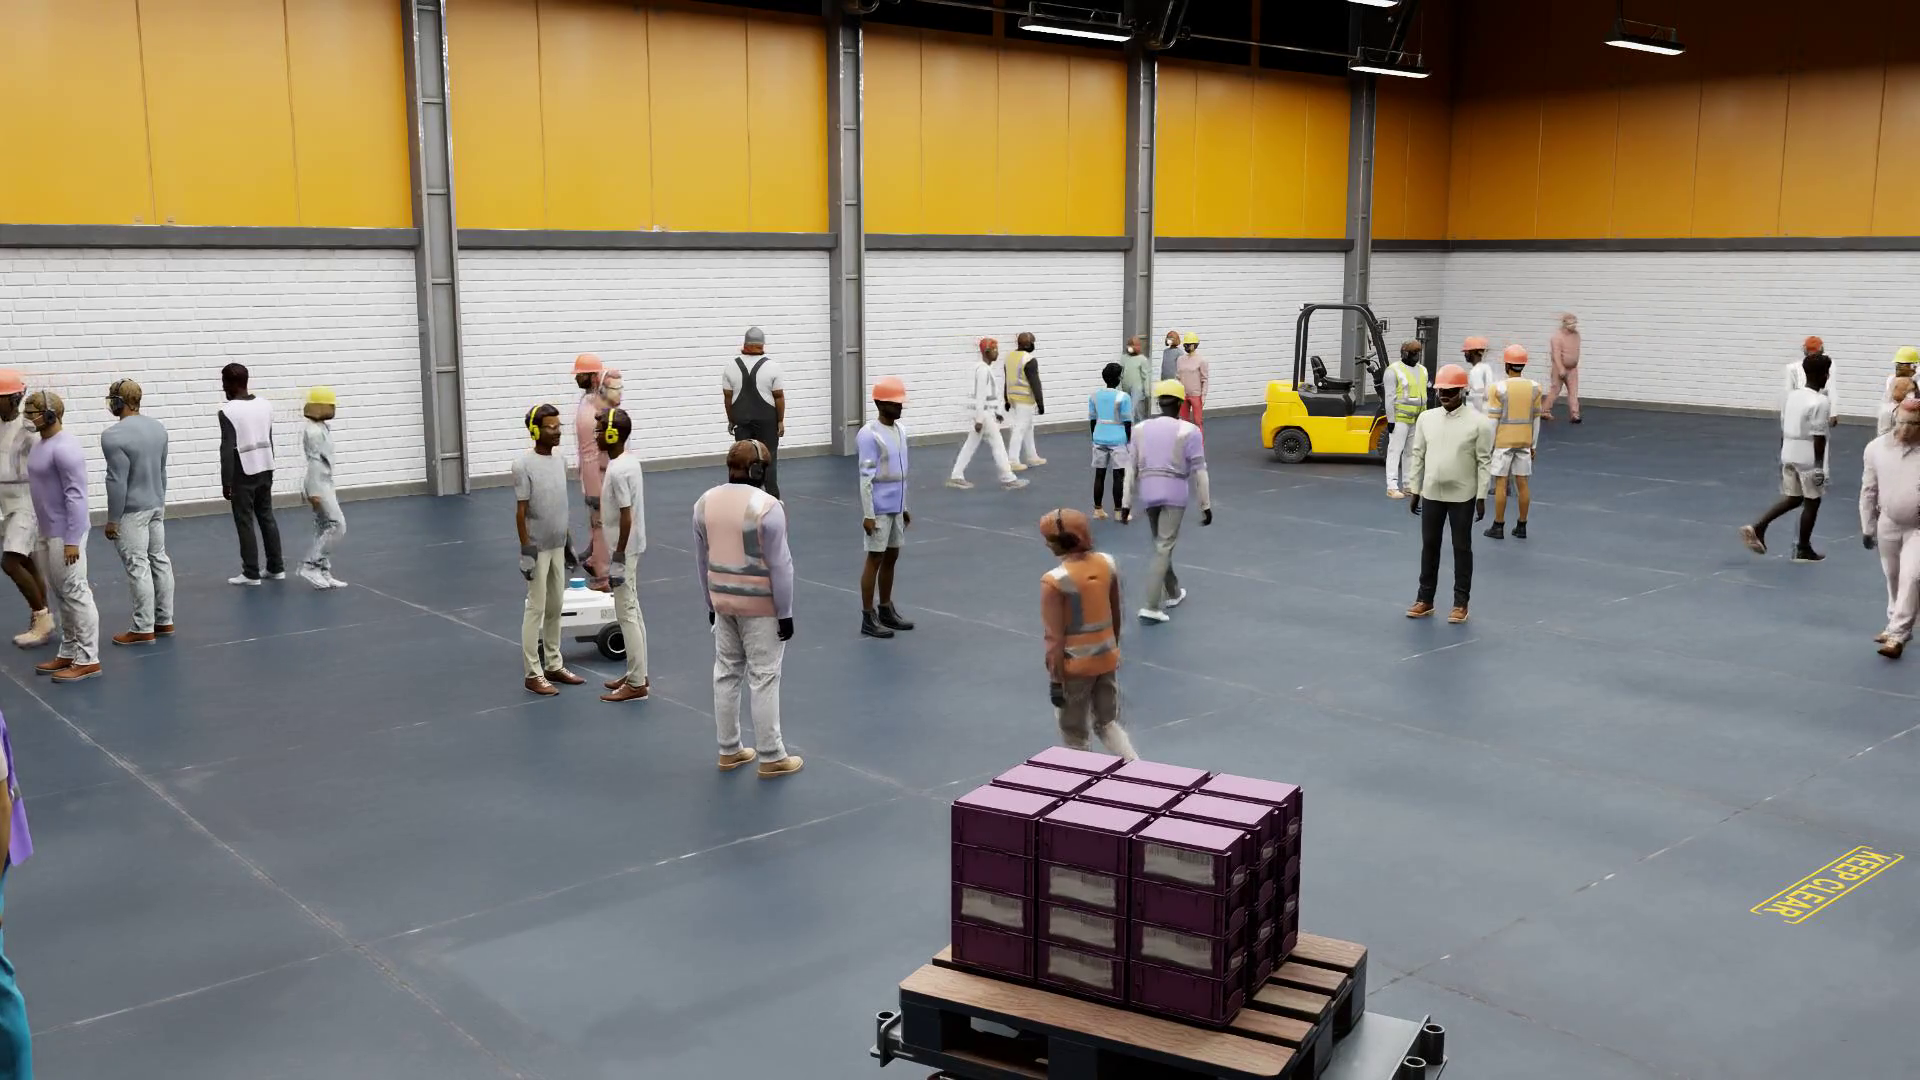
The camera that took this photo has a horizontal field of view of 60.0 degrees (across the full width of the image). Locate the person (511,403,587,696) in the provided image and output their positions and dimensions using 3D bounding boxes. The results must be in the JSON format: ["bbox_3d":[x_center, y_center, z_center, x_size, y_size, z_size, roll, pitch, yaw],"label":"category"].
[{"bbox_3d":[-2.662,0.053,10.763,0.329,1.876,0.512,4,11,23],"label":"person"}]

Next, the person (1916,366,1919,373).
[{"bbox_3d":[11.337,-1.390,19.226,0.642,1.889,1.053,4,11,23],"label":"person"}]

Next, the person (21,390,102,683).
[{"bbox_3d":[-5.980,-0.029,11.051,0.357,1.938,0.636,-9,13,-43],"label":"person"}]

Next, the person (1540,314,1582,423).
[{"bbox_3d":[10.249,-2.905,28.192,0.667,1.864,0.900,-4,10,-20],"label":"person"}]

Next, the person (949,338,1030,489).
[{"bbox_3d":[0.316,-1.512,20.060,0.981,1.840,0.594,0,10,-2],"label":"person"}]

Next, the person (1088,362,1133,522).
[{"bbox_3d":[1.605,-1.034,17.643,0.532,1.697,0.319,7,12,37],"label":"person"}]

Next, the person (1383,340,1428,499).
[{"bbox_3d":[5.222,-1.408,19.411,0.627,1.844,0.429,-6,11,-31],"label":"person"}]

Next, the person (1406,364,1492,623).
[{"bbox_3d":[3.758,-0.357,12.809,0.616,1.993,0.395,8,12,38],"label":"person"}]

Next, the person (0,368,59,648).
[{"bbox_3d":[-6.799,-0.221,11.949,0.609,2.023,0.536,7,12,35],"label":"person"}]

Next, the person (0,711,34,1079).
[{"bbox_3d":[-3.106,1.027,5.150,0.570,1.840,0.372,7,12,35],"label":"person"}]

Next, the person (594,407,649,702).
[{"bbox_3d":[-2.153,0.092,10.548,0.311,1.869,0.532,-1,10,-4],"label":"person"}]

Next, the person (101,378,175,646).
[{"bbox_3d":[-5.981,-0.203,12.076,0.372,1.940,0.630,1,10,7],"label":"person"}]

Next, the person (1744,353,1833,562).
[{"bbox_3d":[7.655,-0.742,15.229,0.659,1.948,0.602,-1,10,-7],"label":"person"}]

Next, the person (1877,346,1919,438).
[{"bbox_3d":[10.396,-1.222,18.360,0.403,1.827,0.599,-4,11,-23],"label":"person"}]

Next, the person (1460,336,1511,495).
[{"bbox_3d":[6.096,-1.474,19.687,1.034,1.875,0.547,7,12,36],"label":"person"}]

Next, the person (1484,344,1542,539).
[{"bbox_3d":[5.493,-0.973,16.572,0.545,1.943,0.348,-1,10,-7],"label":"person"}]

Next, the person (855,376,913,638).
[{"bbox_3d":[-0.531,-0.251,12.357,0.373,1.934,0.551,6,11,29],"label":"person"}]

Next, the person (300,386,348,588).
[{"bbox_3d":[-5.357,-0.436,14.038,0.366,1.724,0.501,-2,10,-14],"label":"person"}]

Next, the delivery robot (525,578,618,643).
[{"bbox_3d":[-2.677,0.510,11.667,0.707,0.478,0.477,-4,10,-20],"label":"delivery robot"}]

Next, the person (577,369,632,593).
[{"bbox_3d":[-2.905,-0.463,13.735,0.437,1.889,0.658,2,10,13],"label":"person"}]

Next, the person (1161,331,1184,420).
[{"bbox_3d":[3.364,-2.505,26.439,0.277,1.633,0.507,-6,11,-31],"label":"person"}]

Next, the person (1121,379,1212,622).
[{"bbox_3d":[1.613,-0.320,13.006,0.635,1.854,1.015,6,12,33],"label":"person"}]

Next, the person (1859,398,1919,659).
[{"bbox_3d":[6.662,-0.083,11.732,1.055,1.816,0.655,-8,13,-39],"label":"person"}]

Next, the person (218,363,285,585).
[{"bbox_3d":[-6.095,-0.564,14.284,0.389,1.906,0.601,3,10,17],"label":"person"}]

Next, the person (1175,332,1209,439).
[{"bbox_3d":[3.197,-2.004,23.122,0.534,1.767,0.314,9,13,42],"label":"person"}]

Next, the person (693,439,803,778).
[{"bbox_3d":[-1.136,0.369,9.025,0.621,1.838,0.429,7,12,34],"label":"person"}]

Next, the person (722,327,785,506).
[{"bbox_3d":[-2.261,-1.357,18.529,0.690,2.000,0.538,2,10,10],"label":"person"}]

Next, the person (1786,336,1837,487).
[{"bbox_3d":[10.380,-1.544,20.190,0.839,1.843,0.655,-9,13,-42],"label":"person"}]

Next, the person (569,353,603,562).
[{"bbox_3d":[-3.352,-0.731,15.163,0.356,1.937,0.552,-7,12,-35],"label":"person"}]

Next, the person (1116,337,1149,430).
[{"bbox_3d":[2.614,-2.288,25.313,0.503,1.586,0.871,9,13,42],"label":"person"}]

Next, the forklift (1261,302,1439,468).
[{"bbox_3d":[5.320,-2.157,22.763,2.313,2.155,1.214,3,10,16],"label":"forklift"}]

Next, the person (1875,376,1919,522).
[{"bbox_3d":[9.521,-0.866,16.892,0.500,1.611,0.710,-2,10,-12],"label":"person"}]

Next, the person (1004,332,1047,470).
[{"bbox_3d":[0.940,-1.829,21.940,0.812,1.812,0.663,-5,11,-27],"label":"person"}]

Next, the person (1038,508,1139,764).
[{"bbox_3d":[0.671,0.645,8.071,0.559,1.610,0.577,-9,13,-43],"label":"person"}]
